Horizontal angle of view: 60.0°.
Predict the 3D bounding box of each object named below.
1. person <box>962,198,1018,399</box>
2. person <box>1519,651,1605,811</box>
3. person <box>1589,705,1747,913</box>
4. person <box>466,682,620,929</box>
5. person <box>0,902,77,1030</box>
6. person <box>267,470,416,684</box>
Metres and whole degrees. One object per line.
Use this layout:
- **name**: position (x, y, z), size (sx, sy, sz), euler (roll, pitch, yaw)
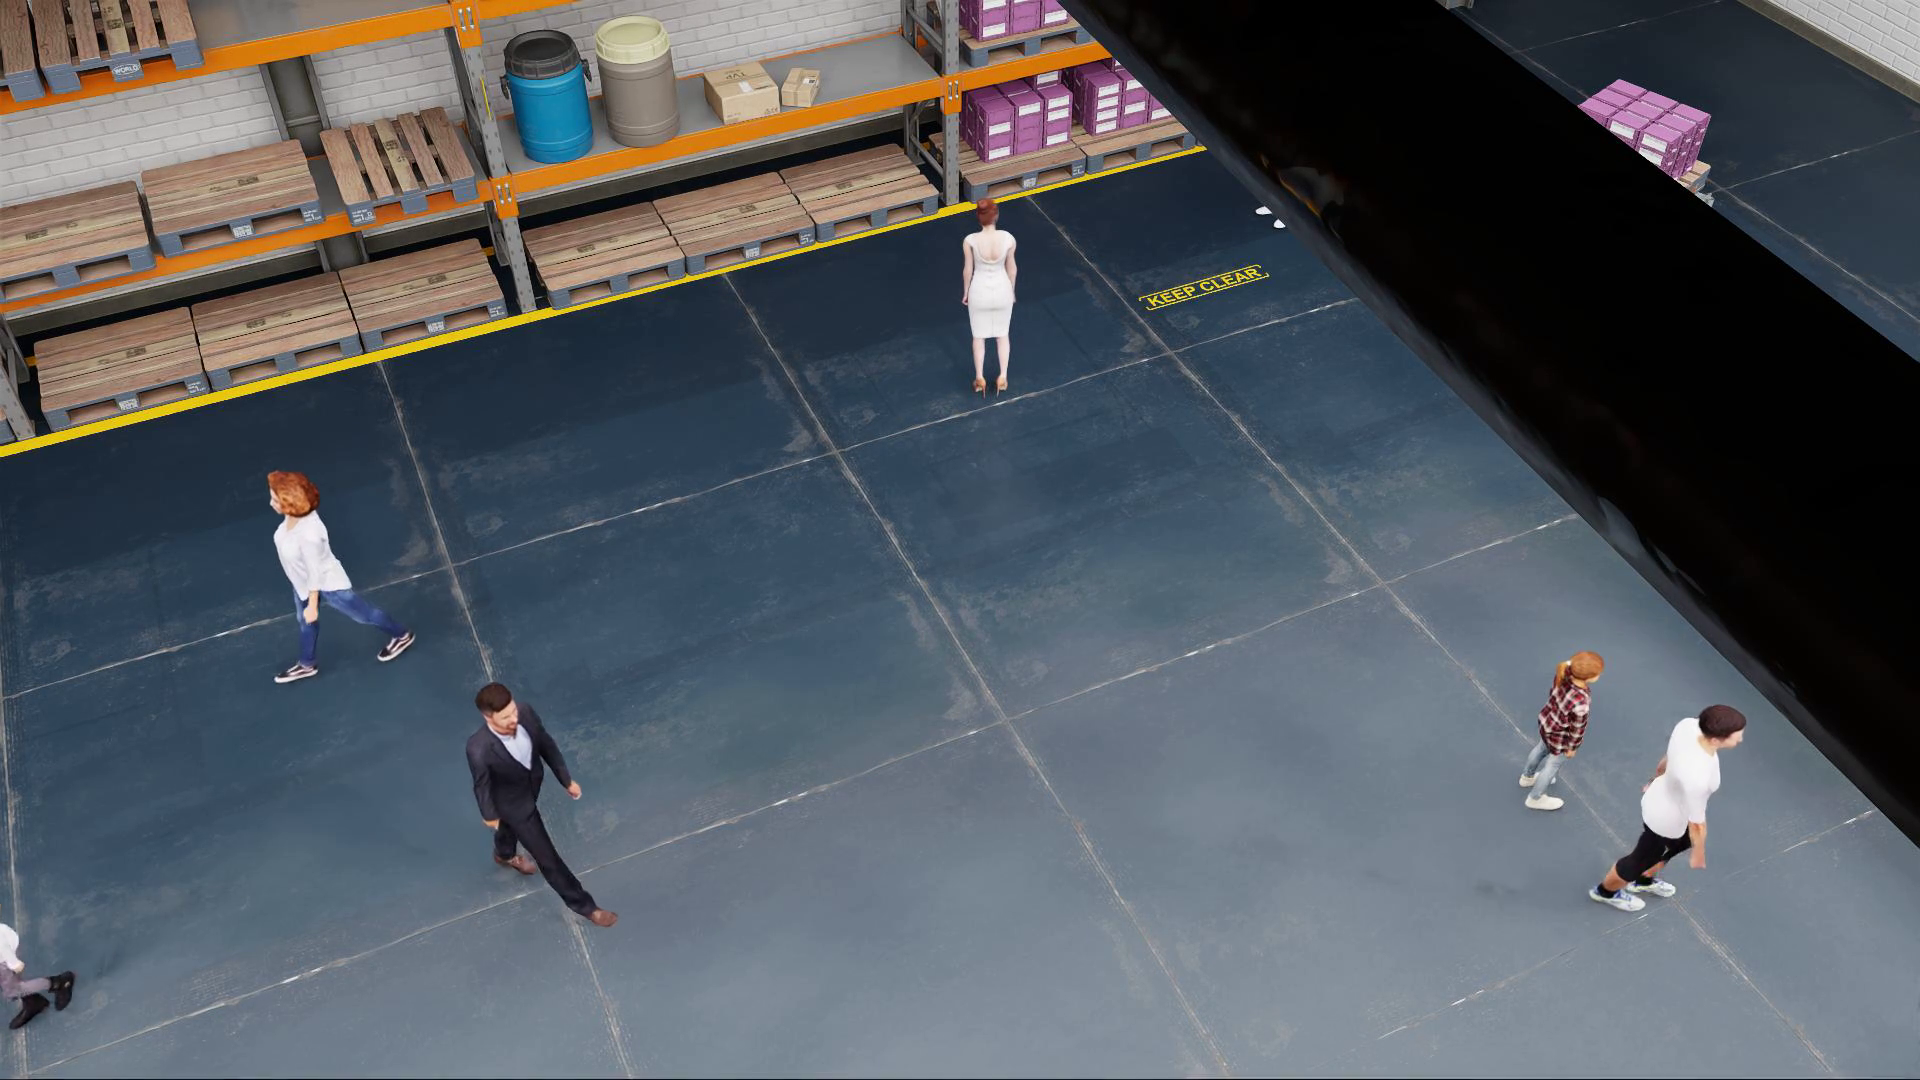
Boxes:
- **person**: position (0.224, -1.872, 12.870), size (0.564, 1.793, 0.699), euler (-1, 44, -2)
- **person**: position (3.631, 1.131, 10.071), size (0.603, 1.305, 0.587), euler (-3, 44, -3)
- **person**: position (3.862, 1.513, 9.285), size (0.927, 1.836, 0.873), euler (9, 44, 9)
- **person**: position (-2.554, 1.410, 9.418), size (1.202, 1.803, 1.219), euler (18, 47, 18)
- **person**: position (-5.157, 2.172, 9.004), size (0.625, 1.271, 0.712), euler (28, 50, 26)
- **person**: position (-4.025, 0.225, 10.757), size (1.194, 1.672, 0.823), euler (-29, 51, -27)
